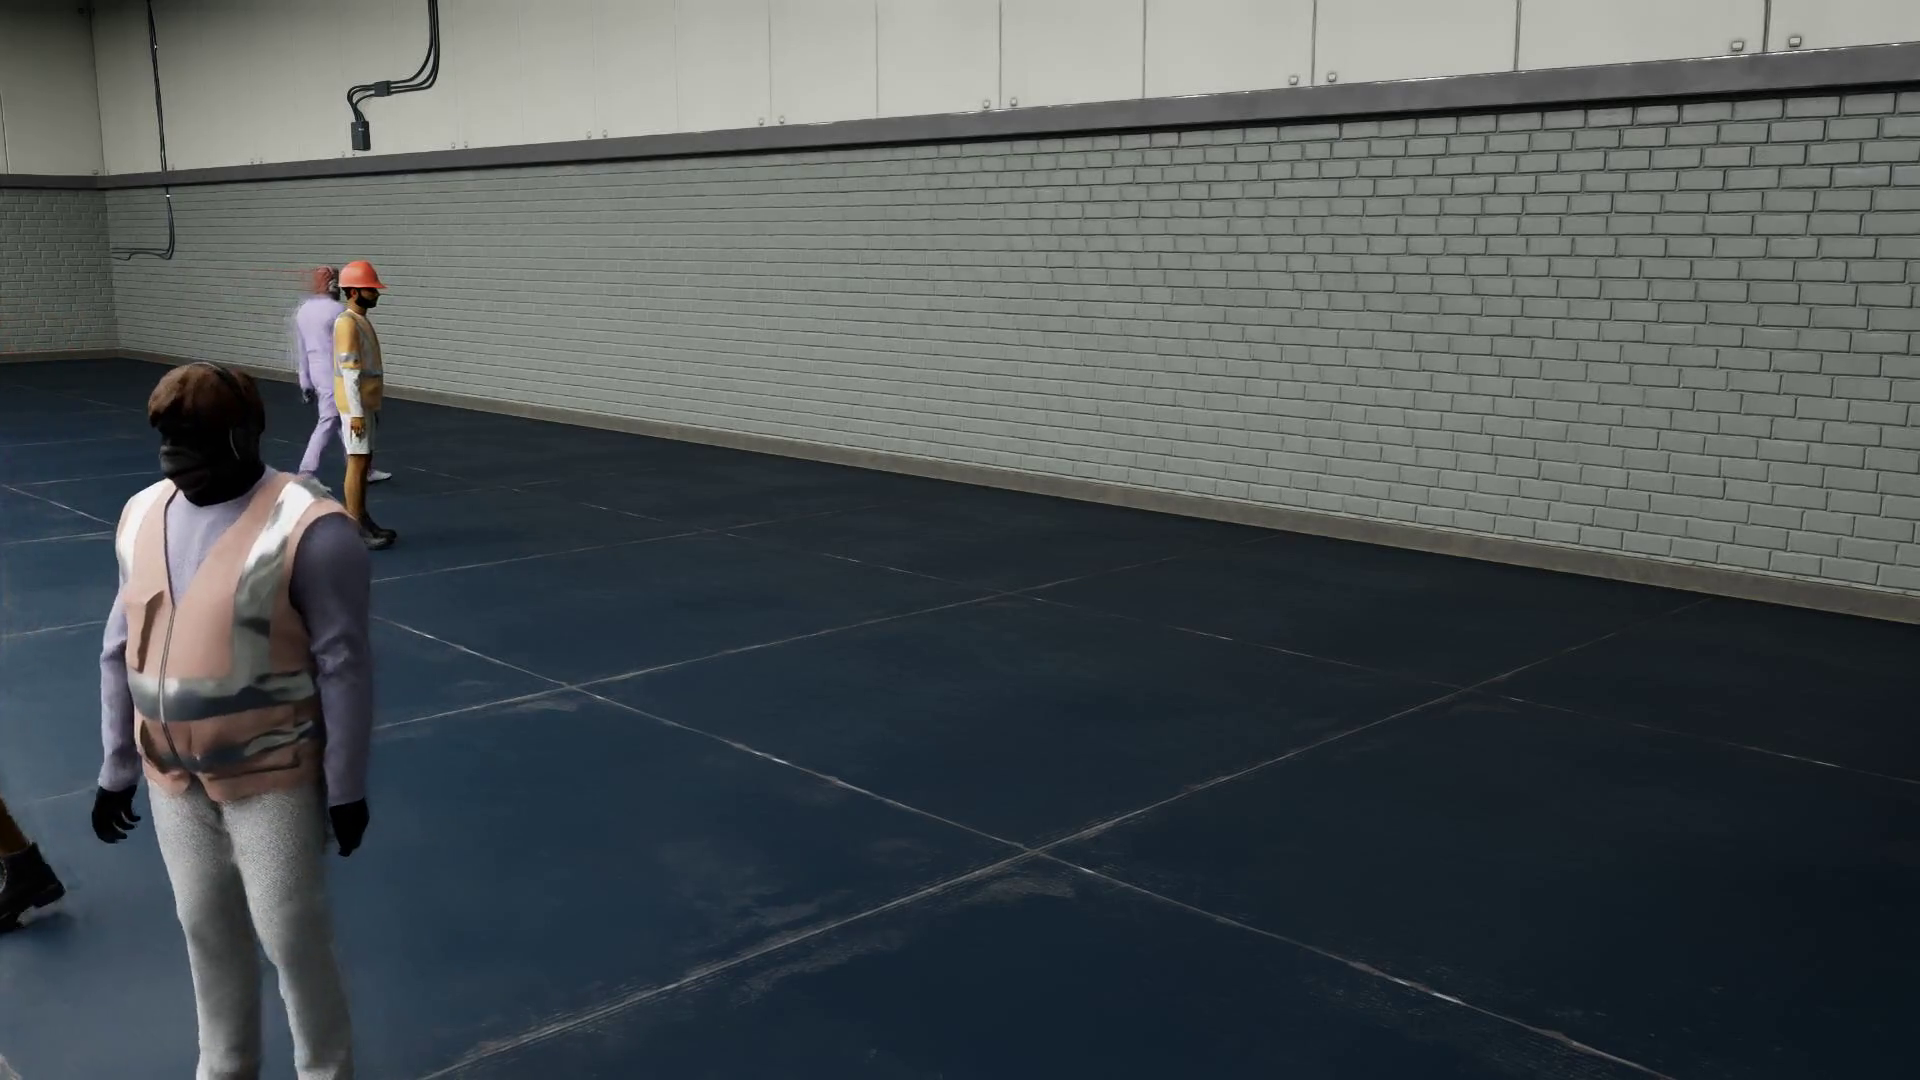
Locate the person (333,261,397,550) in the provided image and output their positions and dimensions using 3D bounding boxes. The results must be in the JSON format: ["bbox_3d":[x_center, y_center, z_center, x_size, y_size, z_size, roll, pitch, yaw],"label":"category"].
[{"bbox_3d":[-4.060,-0.923,11.342,0.377,1.938,0.547,-2,11,-10],"label":"person"}]

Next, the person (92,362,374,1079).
[{"bbox_3d":[-1.639,0.515,3.777,0.648,1.840,0.429,4,11,19],"label":"person"}]

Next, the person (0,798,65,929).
[{"bbox_3d":[-3.125,0.309,4.772,0.567,1.893,0.981,10,14,42],"label":"person"}]

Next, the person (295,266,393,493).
[{"bbox_3d":[-5.191,-1.337,13.824,0.646,1.864,0.960,10,14,43],"label":"person"}]
